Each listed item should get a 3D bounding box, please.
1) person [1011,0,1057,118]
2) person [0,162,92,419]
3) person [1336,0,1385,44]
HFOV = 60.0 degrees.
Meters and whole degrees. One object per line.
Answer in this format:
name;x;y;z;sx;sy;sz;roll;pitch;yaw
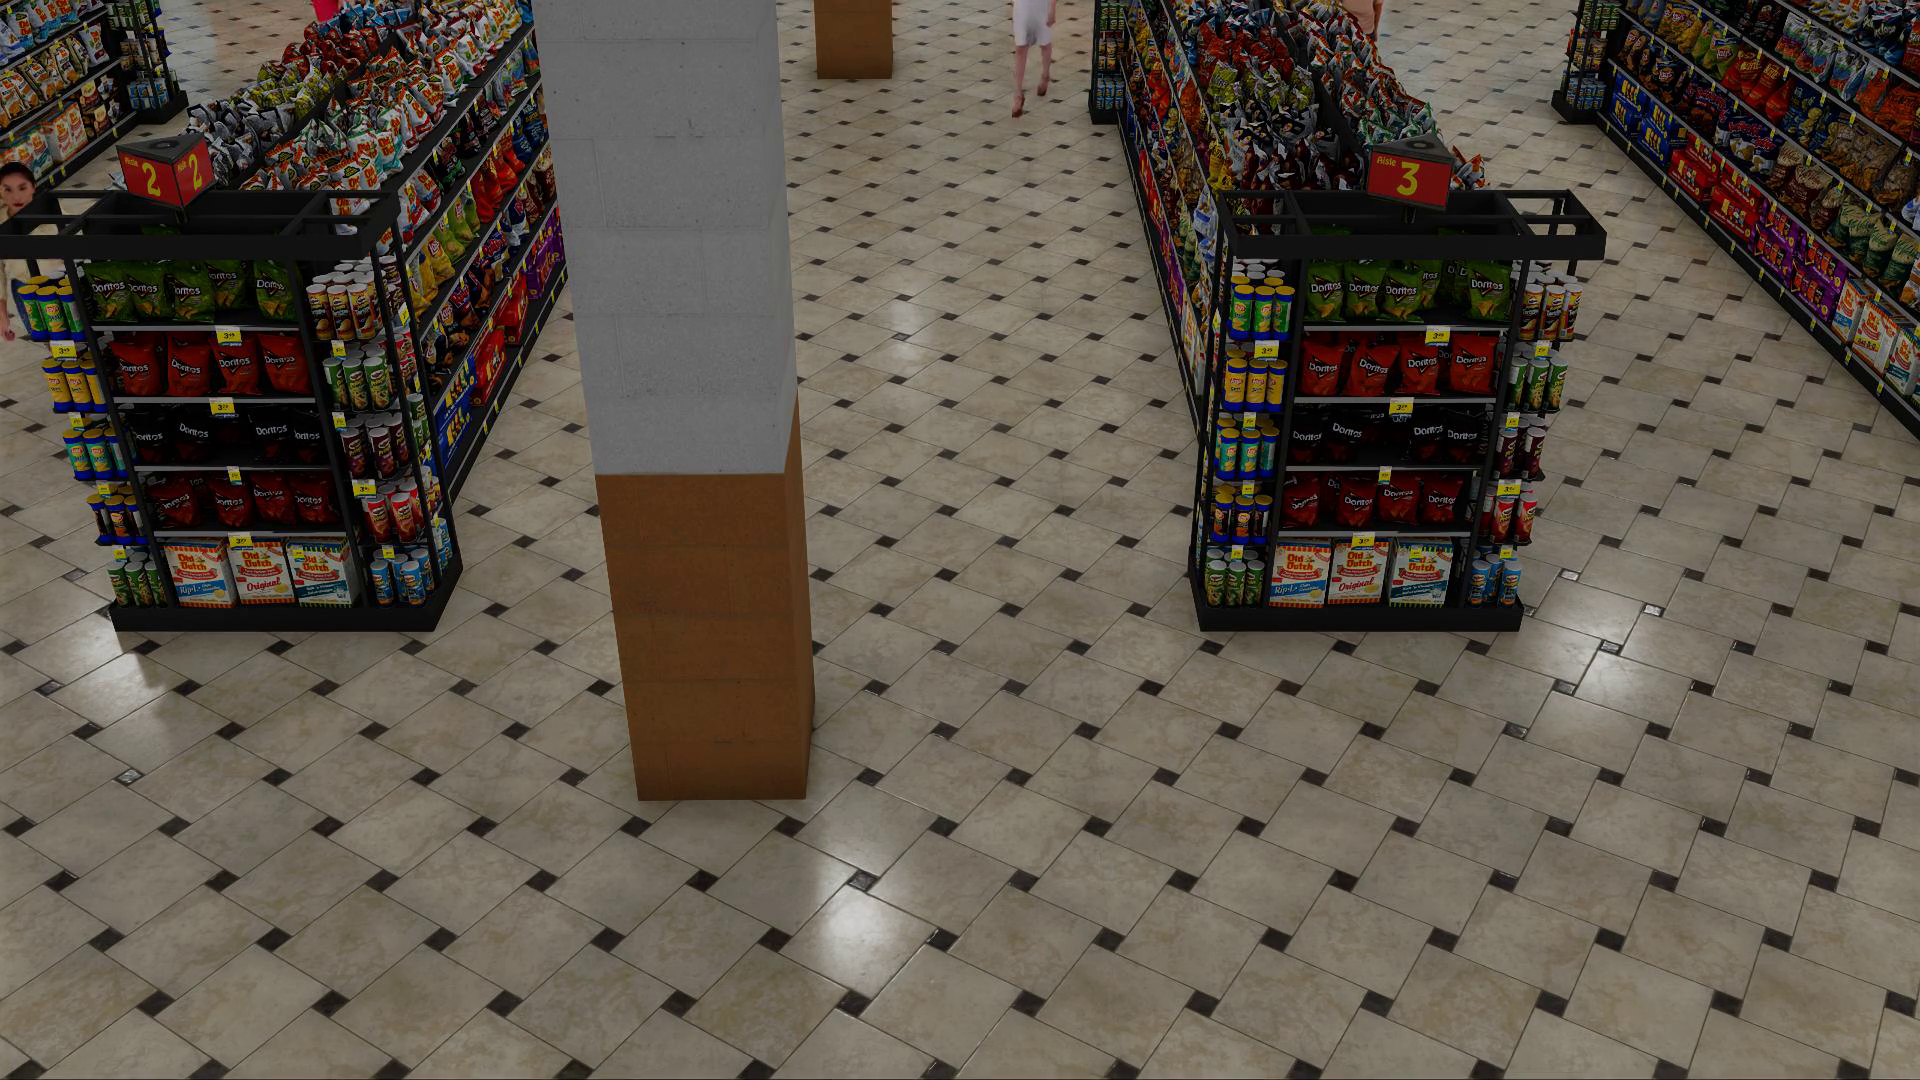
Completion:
person;0.692;-4.564;14.311;0.817;1.742;1.163;10;33;16
person;-5.060;-1.321;9.244;0.859;1.587;1.210;-9;33;-13
person;3.217;-4.153;13.603;0.588;1.791;0.519;1;32;2
